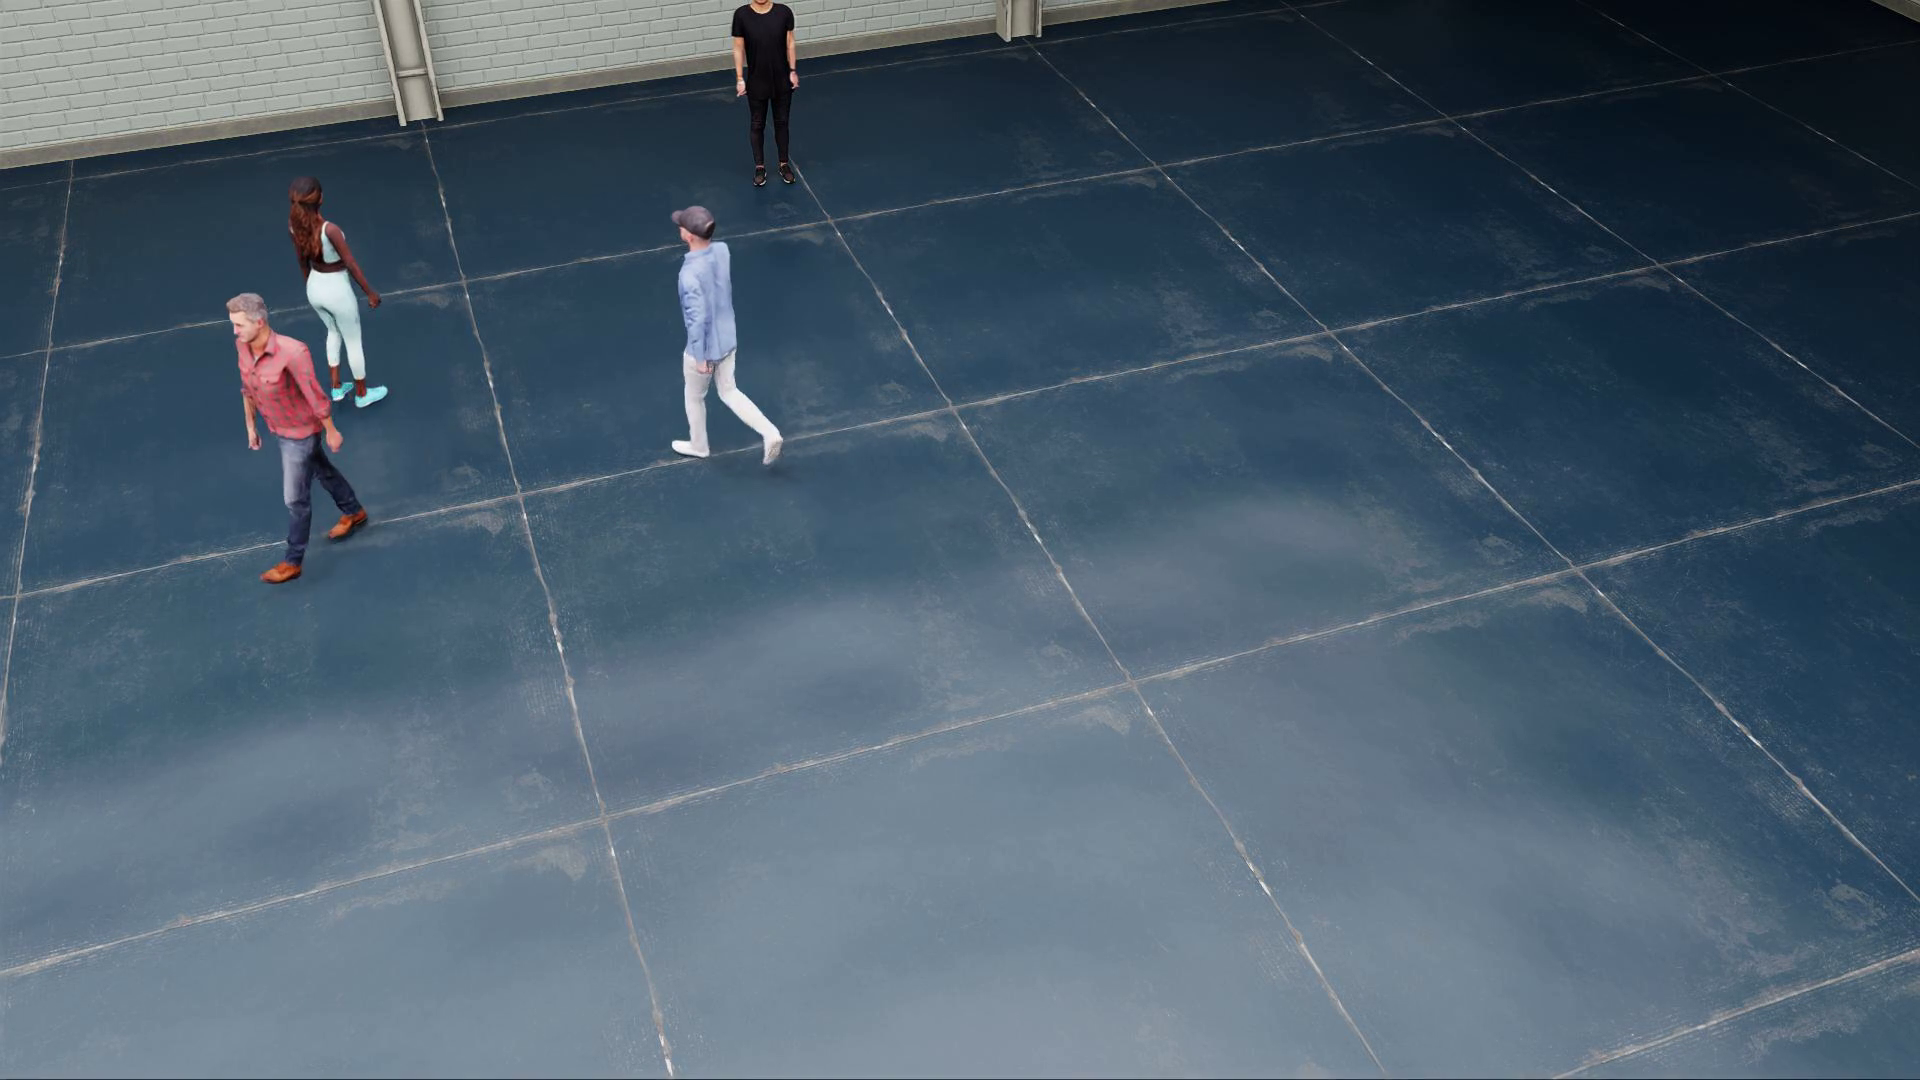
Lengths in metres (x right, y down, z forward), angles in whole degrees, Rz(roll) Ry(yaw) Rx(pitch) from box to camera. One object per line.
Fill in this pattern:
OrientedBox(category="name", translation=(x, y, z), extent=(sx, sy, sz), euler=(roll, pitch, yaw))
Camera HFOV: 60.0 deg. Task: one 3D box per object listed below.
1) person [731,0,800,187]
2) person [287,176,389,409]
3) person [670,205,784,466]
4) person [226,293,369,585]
OrientedBox(category="person", translation=(-1.616, -3.899, 13.932), extent=(0.555, 1.865, 0.769), euler=(-8, 39, -10))
OrientedBox(category="person", translation=(-4.218, -1.607, 11.118), extent=(0.715, 1.722, 0.778), euler=(15, 40, 18))
OrientedBox(category="person", translation=(-1.520, -1.250, 10.545), extent=(1.115, 1.866, 1.093), euler=(18, 42, 22))
OrientedBox(category="person", translation=(-3.887, -0.709, 9.912), extent=(1.124, 1.794, 1.252), euler=(21, 43, 25))
